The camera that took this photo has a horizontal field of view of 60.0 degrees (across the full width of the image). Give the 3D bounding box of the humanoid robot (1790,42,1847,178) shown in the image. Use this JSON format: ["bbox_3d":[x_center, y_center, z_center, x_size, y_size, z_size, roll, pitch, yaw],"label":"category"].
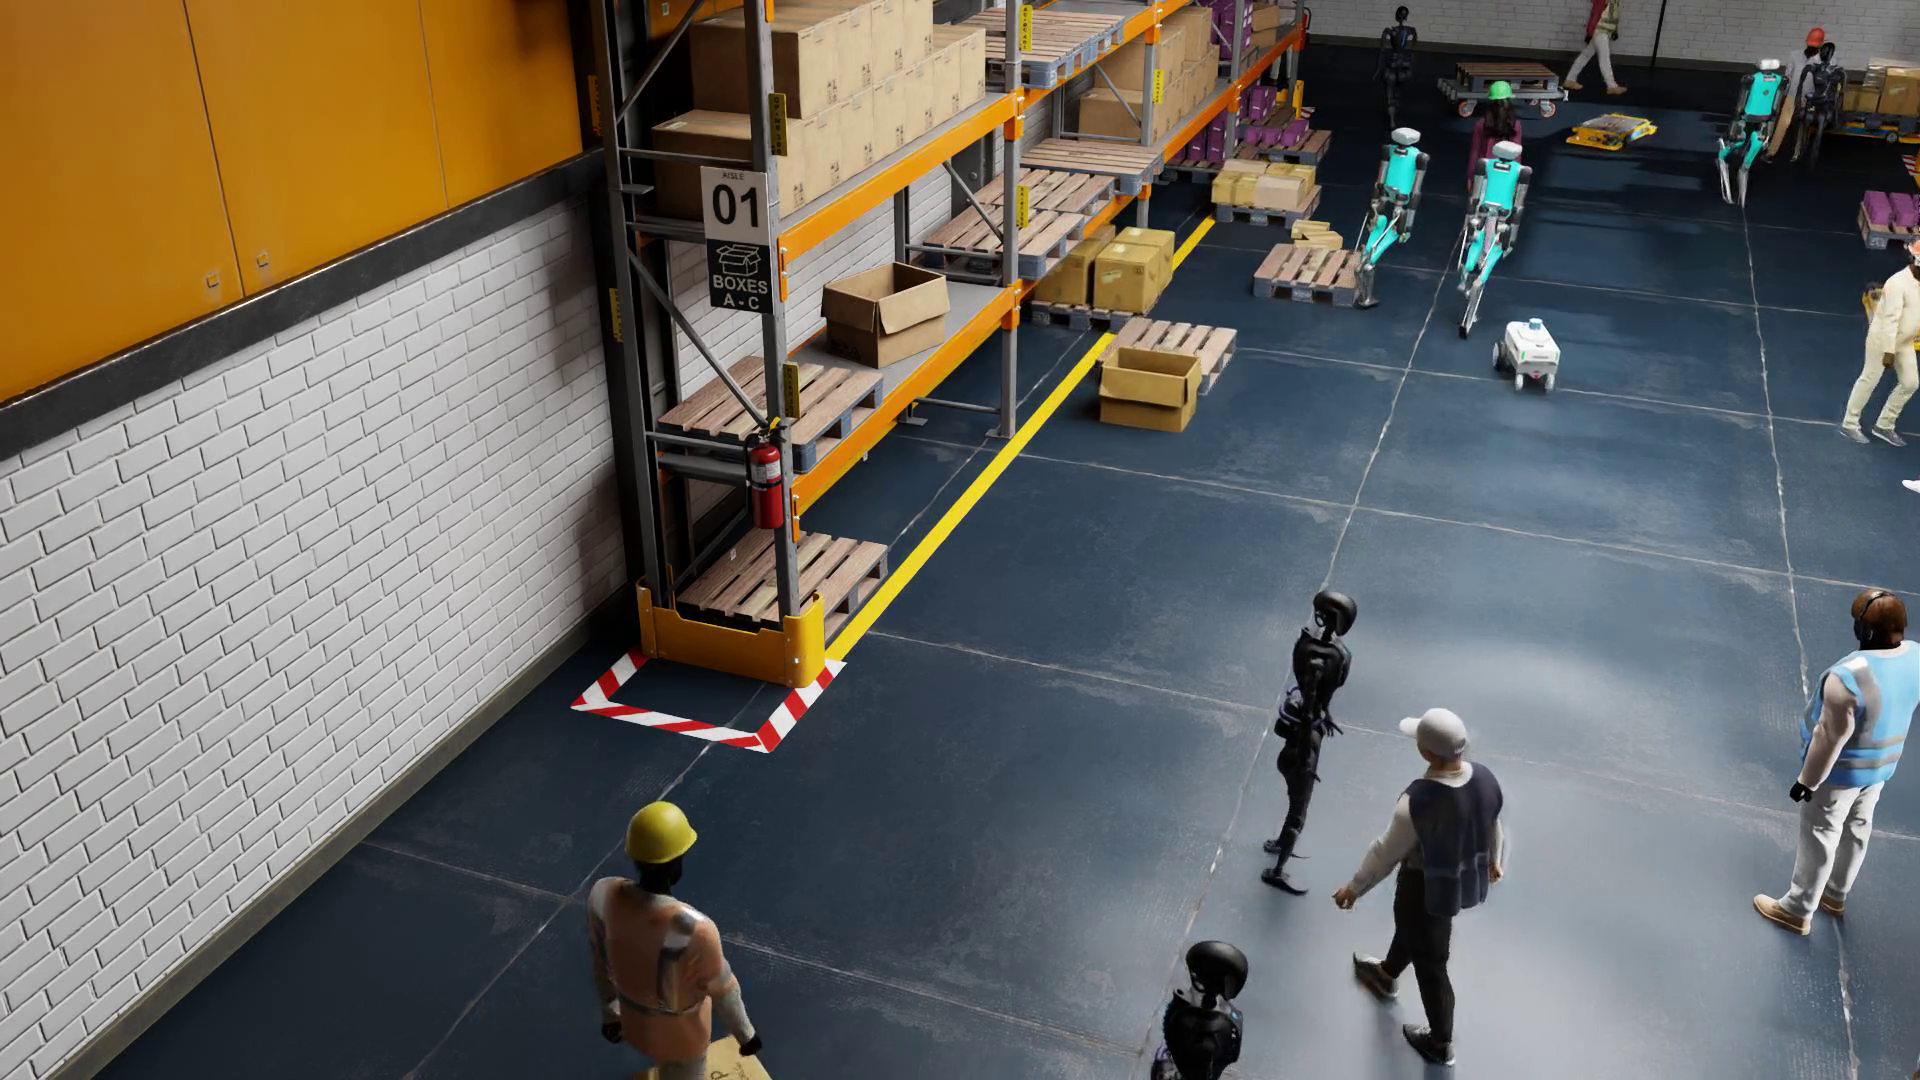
[{"bbox_3d":[10.623,-5.323,20.556,0.588,1.632,0.536,19,33,32],"label":"humanoid robot"}]

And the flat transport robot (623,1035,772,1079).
[{"bbox_3d":[-0.942,2.806,6.307,1.431,0.231,0.659,-15,31,-27],"label":"flat transport robot"}]

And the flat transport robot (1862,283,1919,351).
[{"bbox_3d":[9.026,-2.110,15.844,0.659,0.231,1.431,10,29,19],"label":"flat transport robot"}]

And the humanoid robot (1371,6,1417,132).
[{"bbox_3d":[5.936,-6.471,22.795,0.584,1.631,0.713,-6,28,-12],"label":"humanoid robot"}]

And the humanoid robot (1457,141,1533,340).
[{"bbox_3d":[4.864,-2.749,15.540,0.557,1.808,0.880,17,32,30],"label":"humanoid robot"}]

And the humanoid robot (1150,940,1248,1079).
[{"bbox_3d":[0.851,2.101,6.141,0.314,1.642,0.603,5,28,9],"label":"humanoid robot"}]

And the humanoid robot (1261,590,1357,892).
[{"bbox_3d":[1.748,0.969,8.346,0.321,1.651,0.611,11,29,19],"label":"humanoid robot"}]

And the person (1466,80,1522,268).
[{"bbox_3d":[5.544,-3.782,17.306,0.537,1.908,0.813,4,28,8],"label":"person"}]

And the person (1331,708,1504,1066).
[{"bbox_3d":[1.990,1.455,7.328,0.742,1.725,0.808,-18,32,-31],"label":"person"}]

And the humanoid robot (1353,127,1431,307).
[{"bbox_3d":[4.049,-3.011,16.061,0.774,1.836,0.534,-20,34,-34],"label":"humanoid robot"}]

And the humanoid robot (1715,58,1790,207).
[{"bbox_3d":[9.108,-4.698,19.357,0.537,1.870,0.715,0,27,-1],"label":"humanoid robot"}]

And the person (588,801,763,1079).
[{"bbox_3d":[-1.054,1.803,6.463,0.605,1.905,0.639,19,33,32],"label":"person"}]

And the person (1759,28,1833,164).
[{"bbox_3d":[10.603,-5.595,21.025,0.868,1.701,0.588,-23,35,-37],"label":"person"}]

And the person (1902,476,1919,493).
[{"bbox_3d":[7.459,-1.105,12.402,0.497,1.632,0.291,-5,28,-9],"label":"person"}]

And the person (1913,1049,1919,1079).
[{"bbox_3d":[4.428,1.543,6.928,0.626,1.956,0.823,23,35,37],"label":"person"}]

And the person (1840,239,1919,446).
[{"bbox_3d":[7.451,-1.558,13.186,0.595,1.722,0.594,-14,30,-25],"label":"person"}]

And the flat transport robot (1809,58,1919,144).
[{"bbox_3d":[12.355,-5.621,22.654,1.431,0.231,0.659,13,30,24],"label":"flat transport robot"}]

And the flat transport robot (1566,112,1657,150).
[{"bbox_3d":[8.804,-5.512,22.442,0.659,0.231,1.431,22,35,36],"label":"flat transport robot"}]

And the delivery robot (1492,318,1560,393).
[{"bbox_3d":[5.027,-1.655,14.667,0.499,0.611,0.809,2,27,5],"label":"delivery robot"}]

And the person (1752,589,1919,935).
[{"bbox_3d":[4.225,1.069,7.970,0.621,1.837,0.431,-13,30,-23],"label":"person"}]

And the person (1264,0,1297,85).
[{"bbox_3d":[4.918,-7.926,25.308,0.627,1.936,0.376,-7,28,-14],"label":"person"}]

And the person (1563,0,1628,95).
[{"bbox_3d":[9.596,-7.592,24.825,0.978,1.784,0.633,17,32,30],"label":"person"}]
